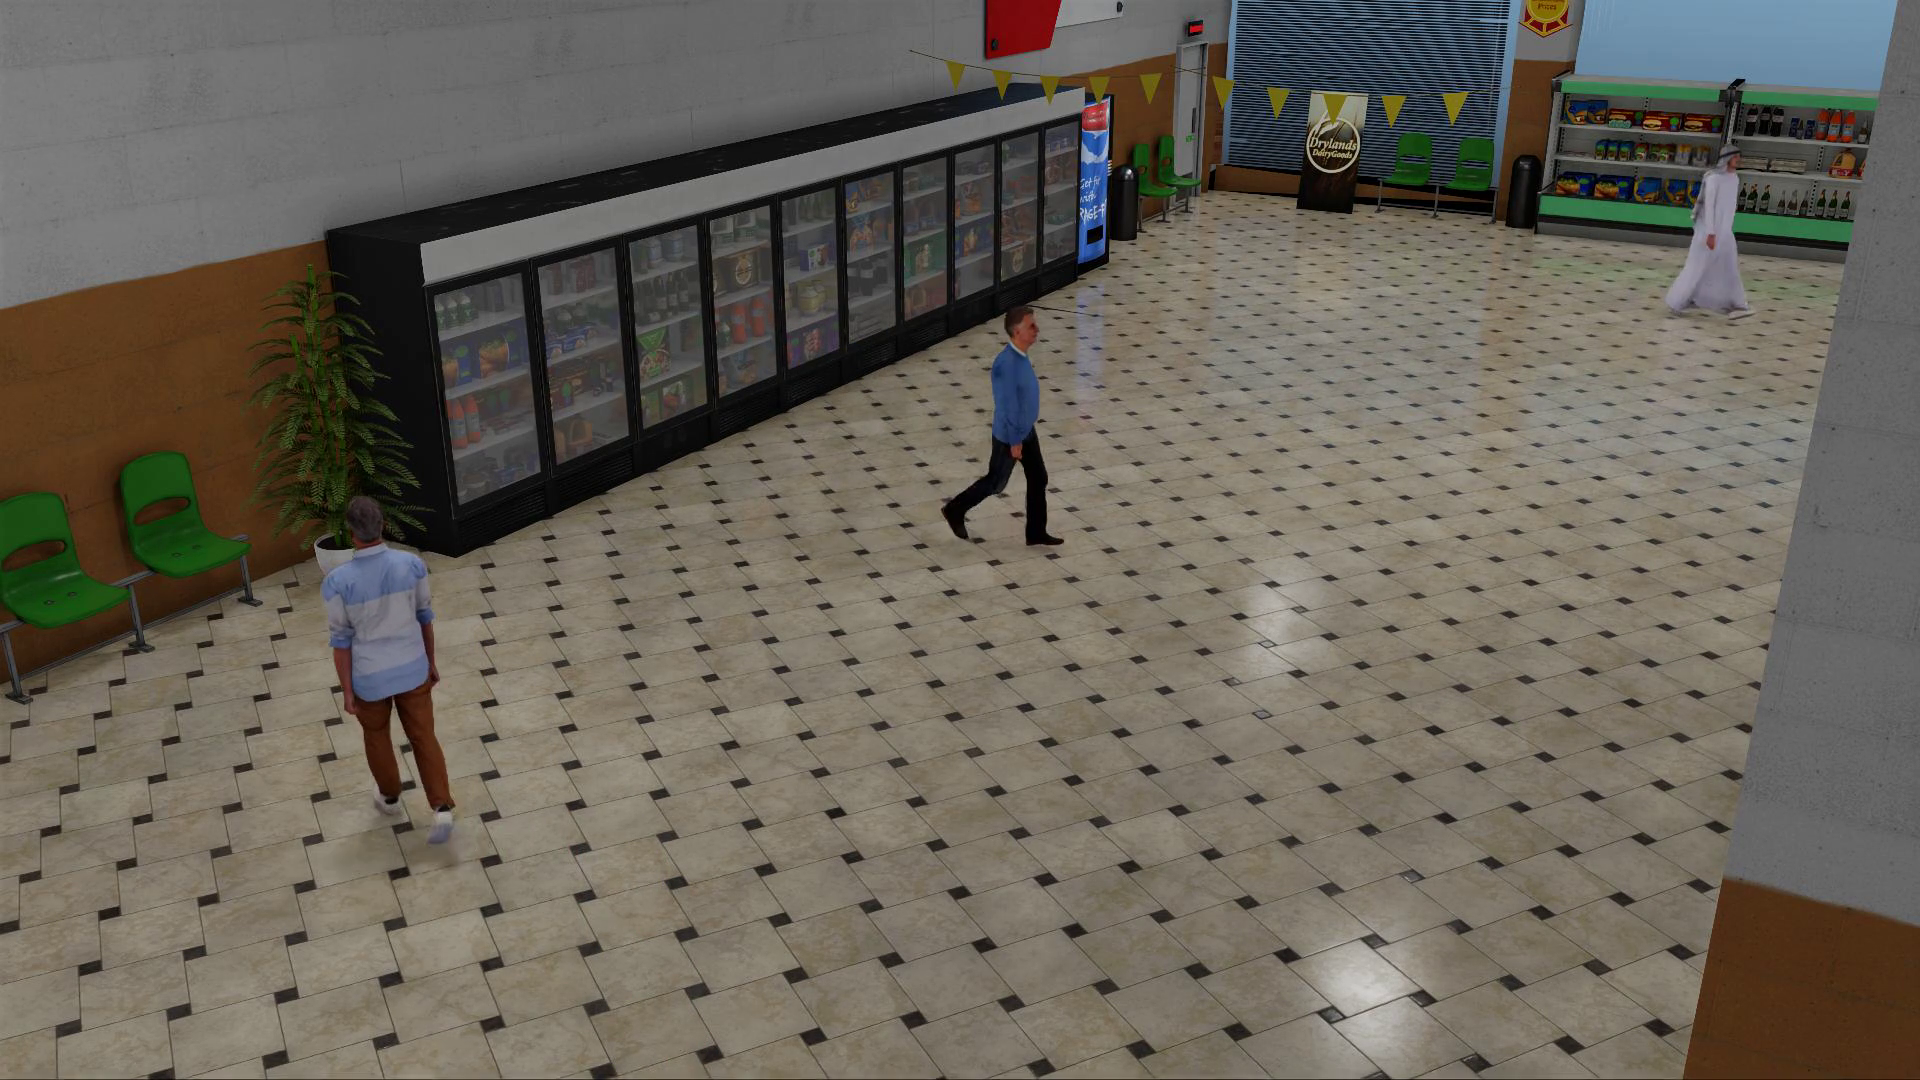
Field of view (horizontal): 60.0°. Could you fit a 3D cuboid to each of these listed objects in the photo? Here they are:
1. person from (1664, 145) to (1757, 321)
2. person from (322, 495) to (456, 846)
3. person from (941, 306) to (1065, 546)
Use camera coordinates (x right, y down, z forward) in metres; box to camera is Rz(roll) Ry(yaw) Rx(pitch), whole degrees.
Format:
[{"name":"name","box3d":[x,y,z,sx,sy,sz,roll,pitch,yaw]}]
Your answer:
[{"name":"person","box3d":[8.187,-3.359,18.261,1.132,1.874,1.360,-12,25,-28]},{"name":"person","box3d":[-2.824,0.682,8.304,1.022,1.800,1.235,-13,25,-30]},{"name":"person","box3d":[0.297,-0.783,11.968,1.176,1.787,0.766,8,23,19]}]
